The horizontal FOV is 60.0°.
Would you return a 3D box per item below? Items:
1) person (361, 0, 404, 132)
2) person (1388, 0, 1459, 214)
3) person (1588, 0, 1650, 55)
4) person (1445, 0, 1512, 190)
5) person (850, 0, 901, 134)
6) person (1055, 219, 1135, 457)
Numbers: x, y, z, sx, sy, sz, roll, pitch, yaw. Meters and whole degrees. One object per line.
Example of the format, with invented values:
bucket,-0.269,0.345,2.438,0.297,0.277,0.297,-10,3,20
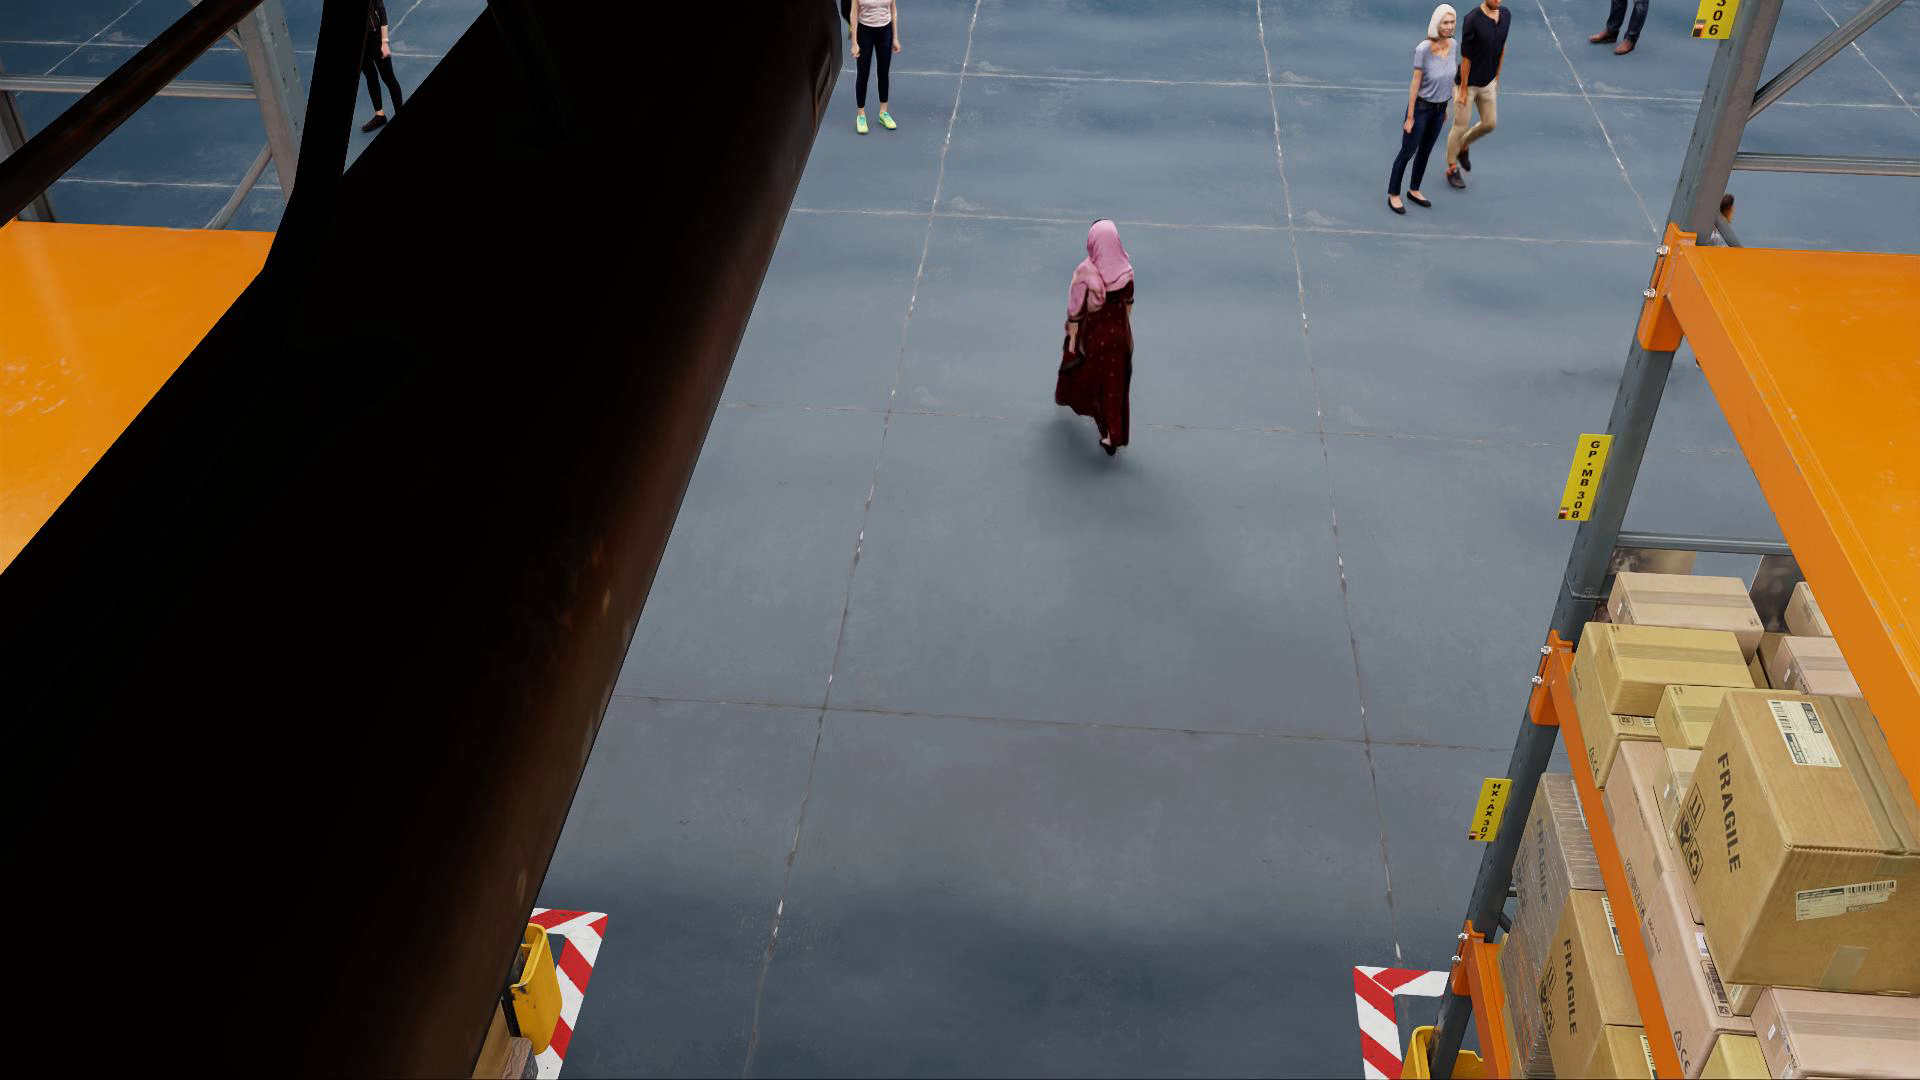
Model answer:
person,-5.266,-4.490,14.847,0.650,1.713,0.605,13,40,16
person,3.821,-3.541,13.626,0.668,1.721,0.681,-18,41,-21
person,6.693,-5.775,16.329,0.893,1.910,0.775,-17,41,-21
person,4.256,-3.862,13.949,0.782,1.830,0.835,-16,41,-19
person,-0.767,-4.508,14.879,0.685,1.701,0.679,-13,40,-16
person,0.936,-1.292,10.854,0.877,1.595,1.160,-10,39,-12
